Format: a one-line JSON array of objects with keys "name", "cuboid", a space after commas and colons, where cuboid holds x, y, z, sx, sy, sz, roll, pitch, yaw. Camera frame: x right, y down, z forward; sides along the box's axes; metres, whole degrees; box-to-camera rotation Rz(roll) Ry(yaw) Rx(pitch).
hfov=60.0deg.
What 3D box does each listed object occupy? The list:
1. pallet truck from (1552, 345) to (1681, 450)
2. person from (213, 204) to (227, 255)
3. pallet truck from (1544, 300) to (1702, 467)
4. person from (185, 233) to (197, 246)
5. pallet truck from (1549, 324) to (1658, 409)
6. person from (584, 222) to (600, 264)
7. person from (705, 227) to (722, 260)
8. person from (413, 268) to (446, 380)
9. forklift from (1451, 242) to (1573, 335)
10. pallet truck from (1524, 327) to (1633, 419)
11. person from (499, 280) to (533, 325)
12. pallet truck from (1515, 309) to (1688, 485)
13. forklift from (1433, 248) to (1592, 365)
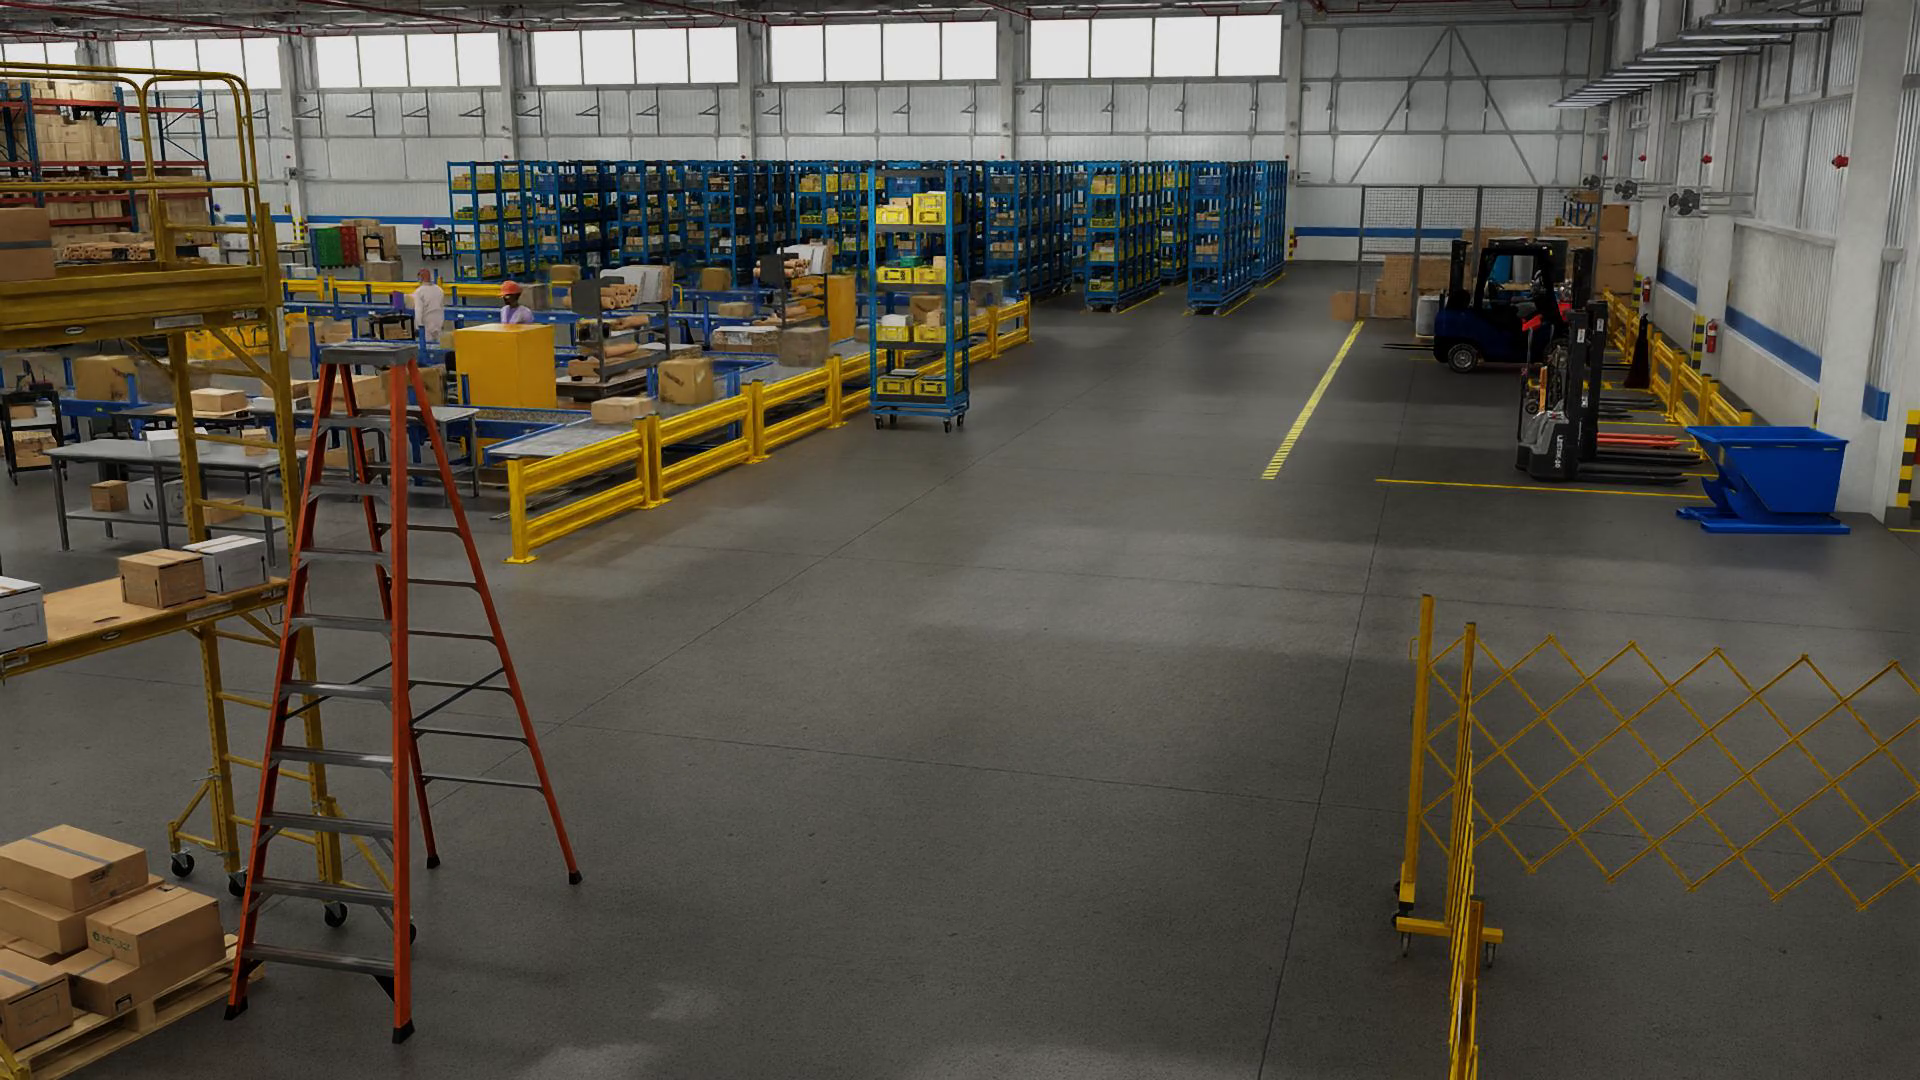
[{"name": "pallet truck", "cuboid": [8.641, -1.896, 21.908, 1.630, 1.274, 0.653, 4, 14, 16]}, {"name": "person", "cuboid": [-28.549, -11.926, 63.862, 0.786, 1.922, 0.638, 3, 13, 14]}, {"name": "pallet truck", "cuboid": [8.263, -1.952, 20.631, 1.885, 1.965, 0.823, 5, 14, 20]}, {"name": "person", "cuboid": [-20.313, -7.269, 44.144, 0.728, 1.734, 0.542, 6, 14, 24]}, {"name": "pallet truck", "cuboid": [9.824, -2.669, 25.407, 1.601, 1.201, 0.680, 4, 14, 16]}, {"name": "person", "cuboid": [-11.943, -9.602, 54.065, 0.610, 1.817, 0.442, 1, 13, 5]}, {"name": "person", "cuboid": [-7.375, -8.756, 50.022, 0.612, 1.997, 0.375, 0, 13, 1]}, {"name": "person", "cuboid": [-8.963, -3.616, 28.022, 0.400, 1.905, 0.645, 6, 14, 25]}, {"name": "forklift", "cuboid": [10.464, -4.597, 31.405, 2.680, 1.987, 1.157, 4, 14, 16]}, {"name": "pallet truck", "cuboid": [9.065, -2.460, 24.370, 1.522, 1.261, 0.704, 3, 13, 14]}, {"name": "person", "cuboid": [-6.274, -2.637, 23.491, 0.611, 2.042, 0.396, 9, 16, 34]}, {"name": "pallet truck", "cuboid": [7.554, -1.677, 19.446, 1.885, 1.965, 0.823, 3, 13, 14]}, {"name": "forklift", "cuboid": [9.780, -4.111, 29.280, 2.680, 1.987, 1.157, 3, 13, 14]}]
